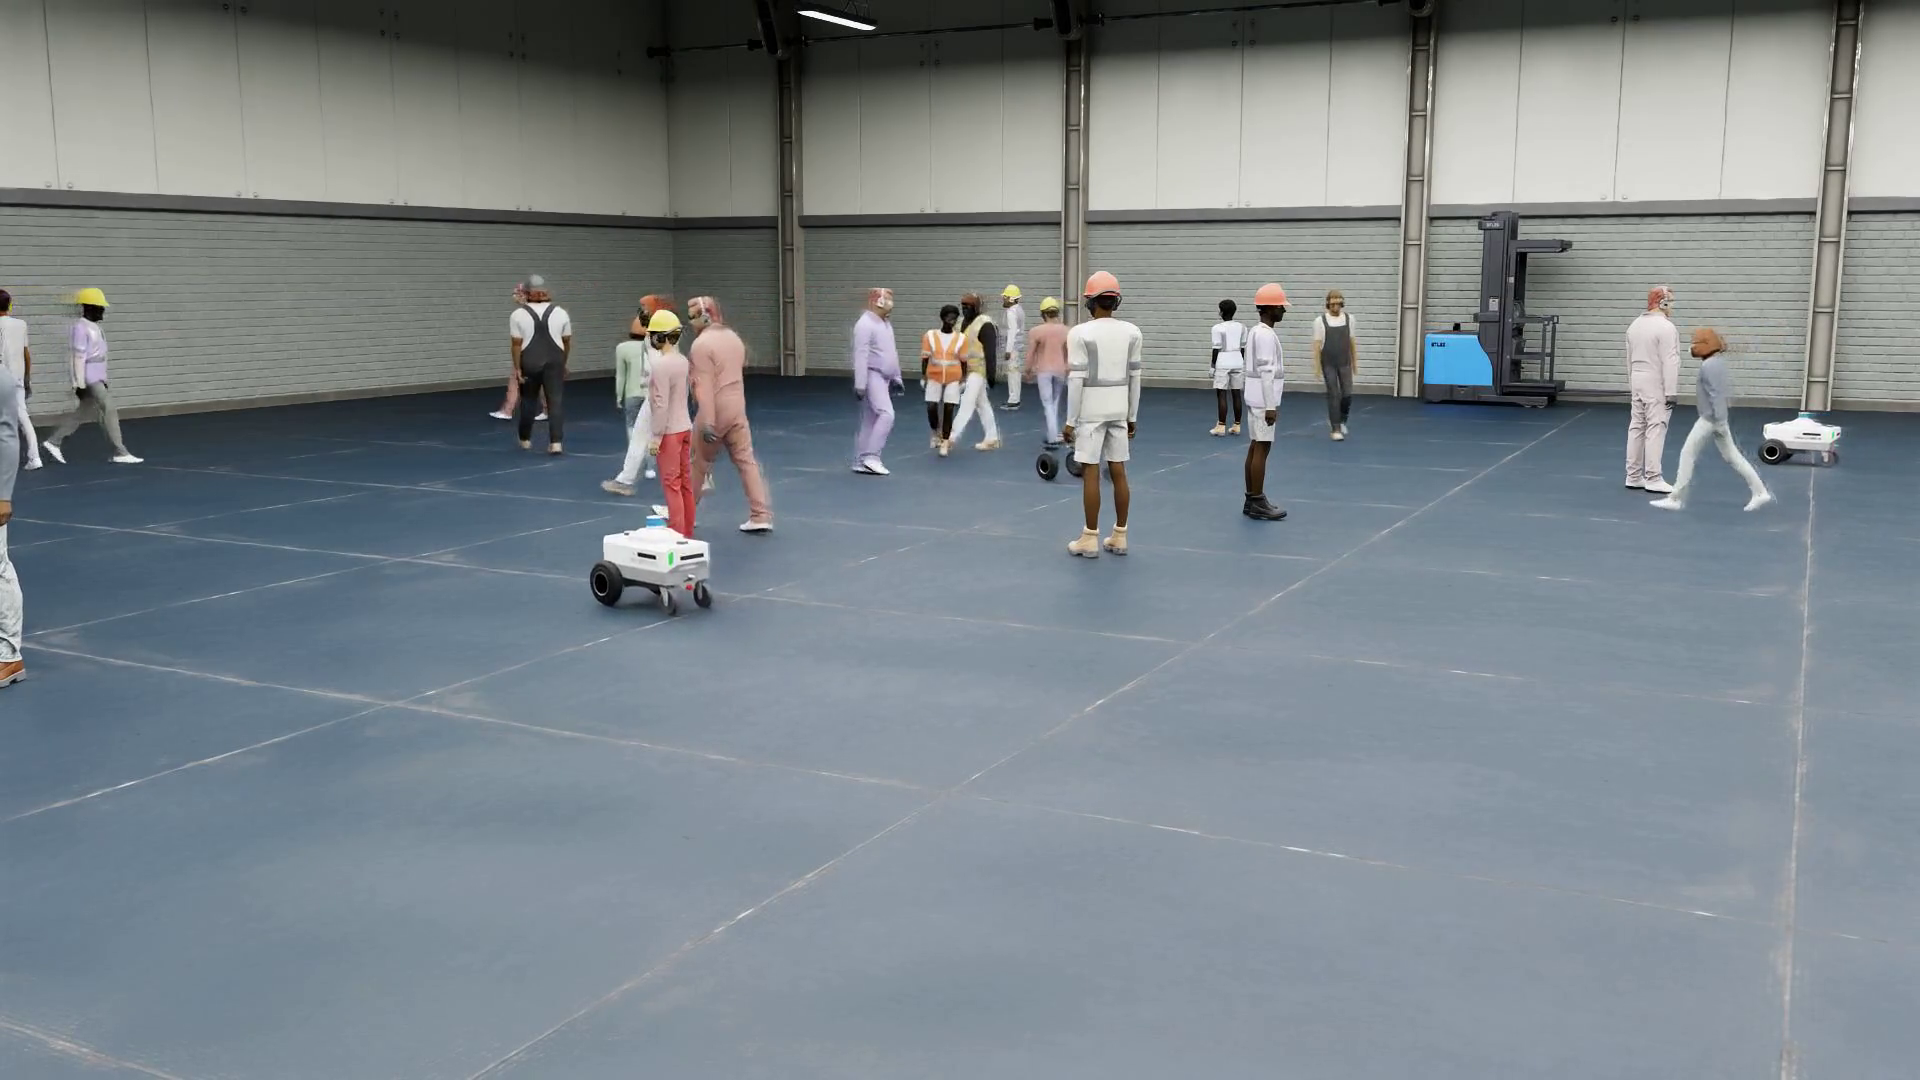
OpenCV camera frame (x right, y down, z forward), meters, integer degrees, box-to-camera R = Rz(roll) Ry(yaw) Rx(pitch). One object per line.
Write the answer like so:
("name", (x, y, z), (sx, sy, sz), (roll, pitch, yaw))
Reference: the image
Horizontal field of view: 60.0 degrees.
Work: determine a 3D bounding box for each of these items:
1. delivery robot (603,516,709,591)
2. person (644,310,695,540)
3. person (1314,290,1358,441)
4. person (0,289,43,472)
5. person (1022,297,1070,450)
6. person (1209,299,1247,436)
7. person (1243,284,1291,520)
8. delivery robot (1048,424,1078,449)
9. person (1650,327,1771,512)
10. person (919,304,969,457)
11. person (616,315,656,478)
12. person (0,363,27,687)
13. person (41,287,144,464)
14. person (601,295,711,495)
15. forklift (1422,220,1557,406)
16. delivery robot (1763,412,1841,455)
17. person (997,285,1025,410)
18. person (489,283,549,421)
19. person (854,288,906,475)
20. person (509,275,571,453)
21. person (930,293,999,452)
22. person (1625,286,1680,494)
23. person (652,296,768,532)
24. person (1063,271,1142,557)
("delivery robot", (-1.874, 0.093, 10.256), (0.707, 0.478, 0.477), (8, 12, 41))
("person", (-2.099, -0.764, 11.972), (0.313, 1.769, 0.523), (2, 9, 11))
("person", (4.550, -2.110, 20.131), (0.559, 1.812, 0.460), (0, 9, 0))
("person", (-9.725, -1.611, 16.980), (0.419, 1.882, 0.575), (3, 10, 19))
("person", (0.992, -1.927, 19.238), (0.543, 1.728, 0.849), (-4, 10, -21))
("person", (3.340, -2.153, 20.763), (0.532, 1.694, 0.319), (-5, 11, -29))
("person", (2.554, -1.156, 13.861), (0.360, 1.939, 0.543), (0, 9, 0))
("delivery robot", (1.171, -1.022, 16.335), (0.335, 0.223, 0.698), (-8, 12, -41))
("person", (6.488, -1.026, 14.203), (0.913, 1.576, 0.514), (6, 11, 33))
("person", (-0.171, -1.770, 18.405), (0.557, 1.682, 0.395), (0, 9, 1))
("person", (-3.129, -1.409, 16.399), (0.517, 1.617, 0.398), (-1, 9, -8))
("person", (-4.927, -0.240, 8.214), (0.635, 1.939, 0.367), (3, 10, 18))
("person", (-9.290, -1.738, 17.645), (0.949, 1.888, 0.594), (-3, 10, -15))
("person", (-2.774, -1.330, 15.284), (1.005, 1.830, 0.588), (1, 9, 4))
("forklift", (8.245, -3.527, 25.720), (1.873, 2.768, 1.129), (5, 10, 27))
("delivery robot", (8.973, -1.118, 17.722), (0.707, 0.478, 0.477), (7, 12, 37))
("person", (0.759, -2.858, 24.669), (0.404, 1.836, 0.597), (2, 9, 12))
("person", (-6.011, -2.558, 22.748), (0.946, 1.865, 0.659), (1, 9, 5))
("person", (-0.805, -1.590, 16.738), (0.594, 1.878, 0.648), (3, 10, 16))
("person", (-4.766, -2.001, 18.889), (0.682, 2.000, 1.032), (-4, 10, -22))
("person", (0.060, -1.890, 18.828), (0.983, 1.781, 0.643), (-5, 10, -27))
("person", (6.472, -1.403, 15.484), (0.411, 1.908, 0.643), (-2, 9, -12))
("person", (-1.948, -0.974, 13.025), (1.017, 1.835, 0.684), (5, 11, 29))
("person", (1.013, -0.908, 12.007), (0.615, 2.043, 0.373), (-5, 10, -28))
